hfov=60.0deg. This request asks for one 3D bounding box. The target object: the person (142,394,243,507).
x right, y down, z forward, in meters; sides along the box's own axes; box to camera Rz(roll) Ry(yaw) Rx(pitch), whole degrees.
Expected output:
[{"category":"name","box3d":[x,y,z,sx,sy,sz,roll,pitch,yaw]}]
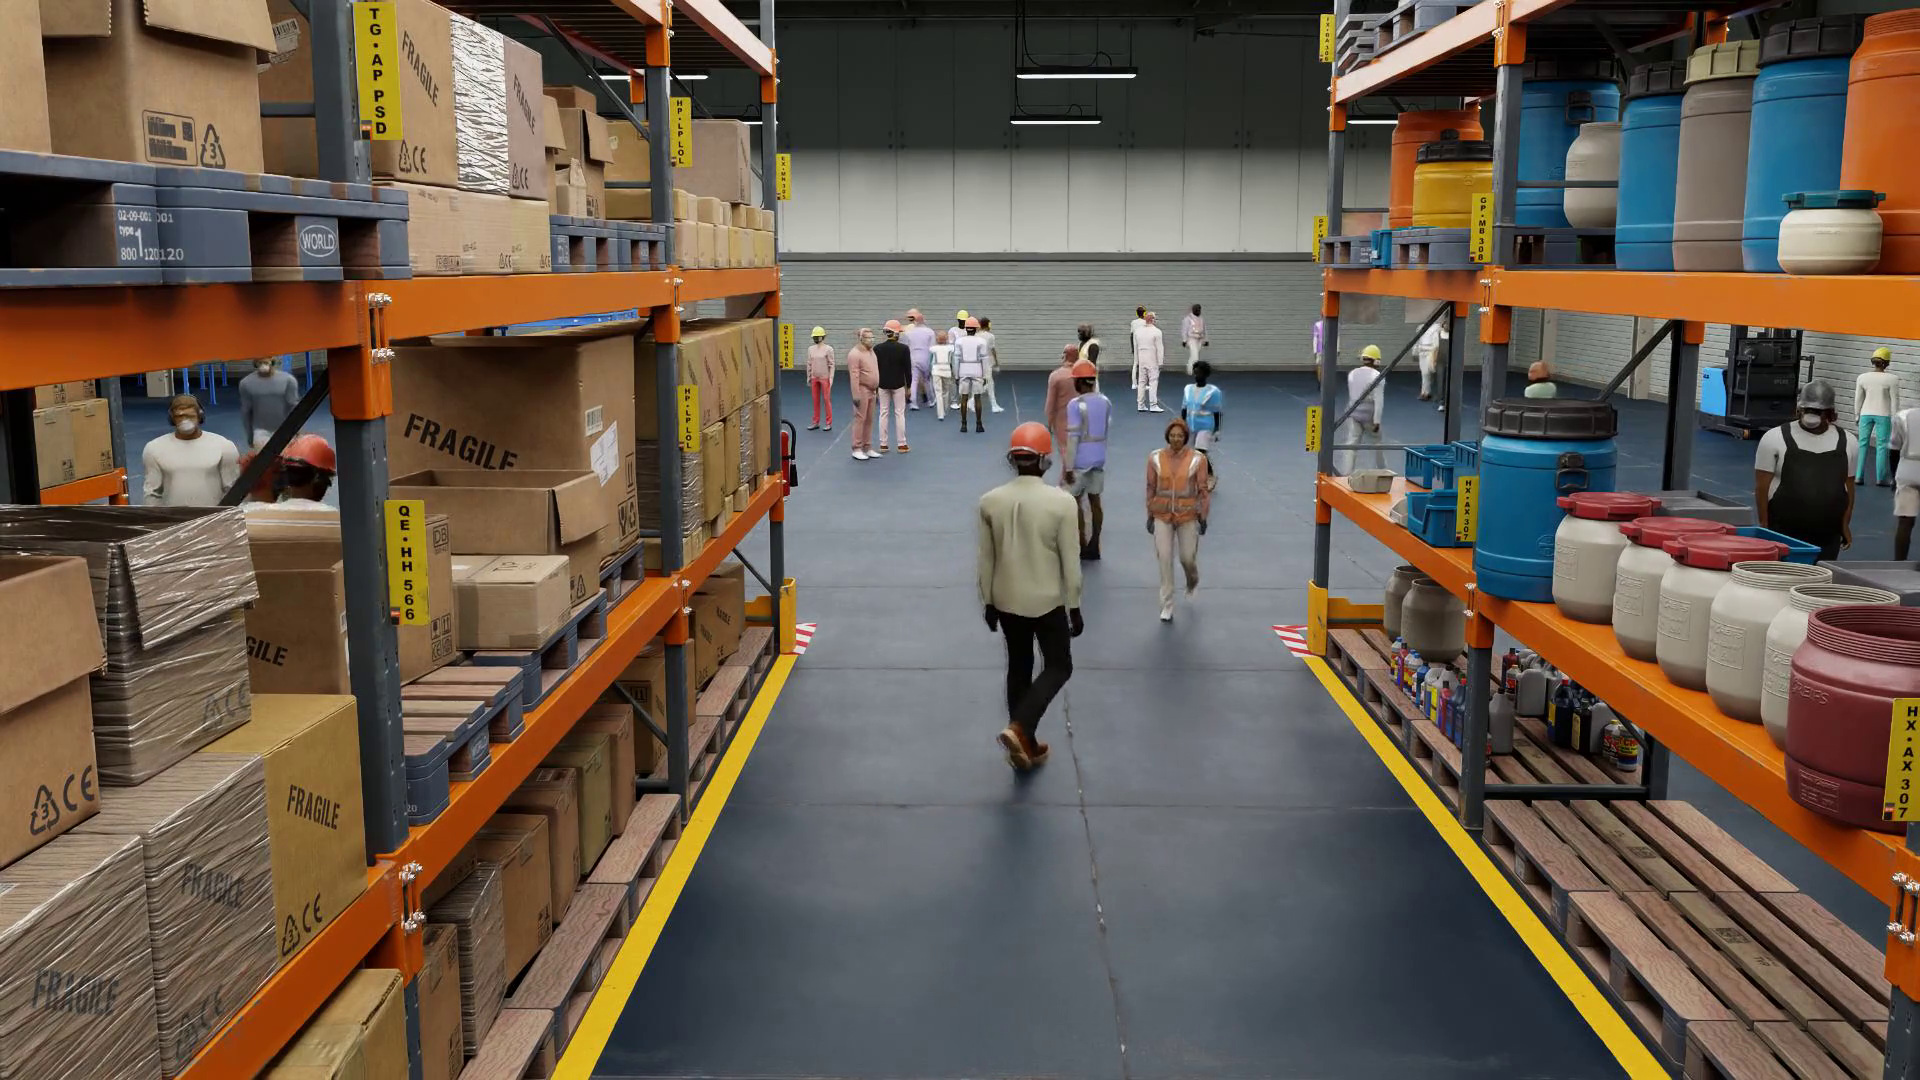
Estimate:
[{"category":"person","box3d":[-5.405,-0.067,11.752,0.638,1.937,0.357,-3,10,-17]}]

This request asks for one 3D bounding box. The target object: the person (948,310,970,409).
[{"category":"person","box3d":[0.029,-3.526,32.515,0.589,1.924,0.383,-8,13,-41]}]

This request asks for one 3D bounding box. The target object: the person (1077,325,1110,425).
[{"category":"person","box3d":[2.185,-2.792,28.522,0.954,1.798,0.636,-4,10,-25]}]

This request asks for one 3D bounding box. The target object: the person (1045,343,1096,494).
[{"category":"person","box3d":[1.358,-1.459,20.286,0.649,1.873,0.897,-5,11,-27]}]

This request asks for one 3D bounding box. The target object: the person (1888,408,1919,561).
[{"category":"person","box3d":[8.498,-0.534,14.635,0.618,1.906,1.048,8,12,40]}]

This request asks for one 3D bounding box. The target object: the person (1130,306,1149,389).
[{"category":"person","box3d":[4.087,-4.345,37.581,0.533,1.872,0.320,8,13,41]}]

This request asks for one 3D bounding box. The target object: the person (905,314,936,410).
[{"category":"person","box3d":[-0.747,-3.470,32.432,0.655,1.843,1.013,3,10,15]}]

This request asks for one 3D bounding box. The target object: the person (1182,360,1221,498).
[{"category":"person","box3d":[2.995,-1.380,20.410,0.769,1.676,0.540,-9,13,-43]}]

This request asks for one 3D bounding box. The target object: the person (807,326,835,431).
[{"category":"person","box3d":[-2.386,-2.750,28.337,0.530,1.767,0.328,5,11,29]}]

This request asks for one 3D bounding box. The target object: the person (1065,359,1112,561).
[{"category":"person","box3d":[1.205,-0.766,15.950,0.555,1.937,0.377,-8,12,-40]}]

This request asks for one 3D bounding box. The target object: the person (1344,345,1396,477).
[{"category":"person","box3d":[5.256,-1.588,21.296,0.898,1.792,0.609,-8,12,-39]}]

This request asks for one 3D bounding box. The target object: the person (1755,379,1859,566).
[{"category":"person","box3d":[6.042,-0.116,11.869,0.675,2.000,0.537,2,10,10]}]

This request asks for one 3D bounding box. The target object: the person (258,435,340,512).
[{"category":"person","box3d":[-3.328,0.463,8.467,0.605,1.987,1.036,1,10,7]}]

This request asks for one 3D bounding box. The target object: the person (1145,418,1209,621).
[{"category":"person","box3d":[1.753,-0.184,13.412,0.516,1.624,0.494,3,10,17]}]

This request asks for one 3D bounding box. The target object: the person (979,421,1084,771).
[{"category":"person","box3d":[0.367,0.335,9.224,0.632,1.978,0.608,6,11,31]}]

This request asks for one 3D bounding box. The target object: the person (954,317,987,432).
[{"category":"person","box3d":[0.184,-2.800,28.123,0.549,1.936,0.377,1,10,7]}]

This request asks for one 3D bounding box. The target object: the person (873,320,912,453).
[{"category":"person","box3d":[-1.018,-2.321,25.094,0.619,1.990,0.391,3,10,15]}]

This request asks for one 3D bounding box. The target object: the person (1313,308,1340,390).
[{"category":"person","box3d":[8.105,-4.220,36.785,0.568,1.883,0.993,3,10,16]}]

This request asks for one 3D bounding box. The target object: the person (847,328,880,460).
[{"category":"person","box3d":[-1.373,-2.136,24.247,0.403,1.904,0.651,4,10,24]}]

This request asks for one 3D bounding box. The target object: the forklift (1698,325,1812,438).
[{"category":"forklift","box3d":[13.248,-3.165,27.620,1.129,2.768,1.873,0,9,1]}]

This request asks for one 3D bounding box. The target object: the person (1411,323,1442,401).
[{"category":"person","box3d":[9.569,-3.827,34.336,0.785,1.913,0.635,-6,11,-33]}]

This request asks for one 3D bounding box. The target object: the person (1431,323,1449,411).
[{"category":"person","box3d":[9.342,-3.390,31.992,0.522,1.830,0.440,4,10,21]}]

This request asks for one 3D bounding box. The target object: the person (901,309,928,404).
[{"category":"person","box3d":[-0.891,-3.717,33.703,0.571,1.904,0.802,7,12,36]}]

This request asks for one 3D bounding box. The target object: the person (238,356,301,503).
[{"category":"person","box3d":[-7.839,-1.253,18.946,0.637,1.915,0.813,-4,10,-20]}]

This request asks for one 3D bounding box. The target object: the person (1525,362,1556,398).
[{"category":"person","box3d":[7.289,-1.426,20.848,0.511,1.614,0.550,-4,10,-23]}]

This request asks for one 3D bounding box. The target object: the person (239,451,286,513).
[{"category":"person","box3d":[-3.665,0.433,9.001,0.616,1.849,0.881,2,10,10]}]

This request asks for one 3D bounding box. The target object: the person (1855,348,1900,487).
[{"category":"person","box3d":[11.735,-1.575,21.297,0.316,1.769,0.523,-8,13,-41]}]

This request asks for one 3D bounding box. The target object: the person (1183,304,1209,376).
[{"category":"person","box3d":[5.975,-4.998,41.700,0.658,1.795,0.931,-6,11,-34]}]

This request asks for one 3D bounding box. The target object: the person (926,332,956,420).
[{"category":"person","box3d":[-0.350,-2.996,30.310,0.536,1.586,0.856,-1,10,-8]}]

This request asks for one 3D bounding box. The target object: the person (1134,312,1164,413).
[{"category":"person","box3d":[3.642,-3.401,31.820,0.652,1.906,0.402,9,13,44]}]

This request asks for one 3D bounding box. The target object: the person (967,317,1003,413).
[{"category":"person","box3d":[0.475,-3.325,31.624,0.875,1.824,0.535,-8,12,-38]}]
